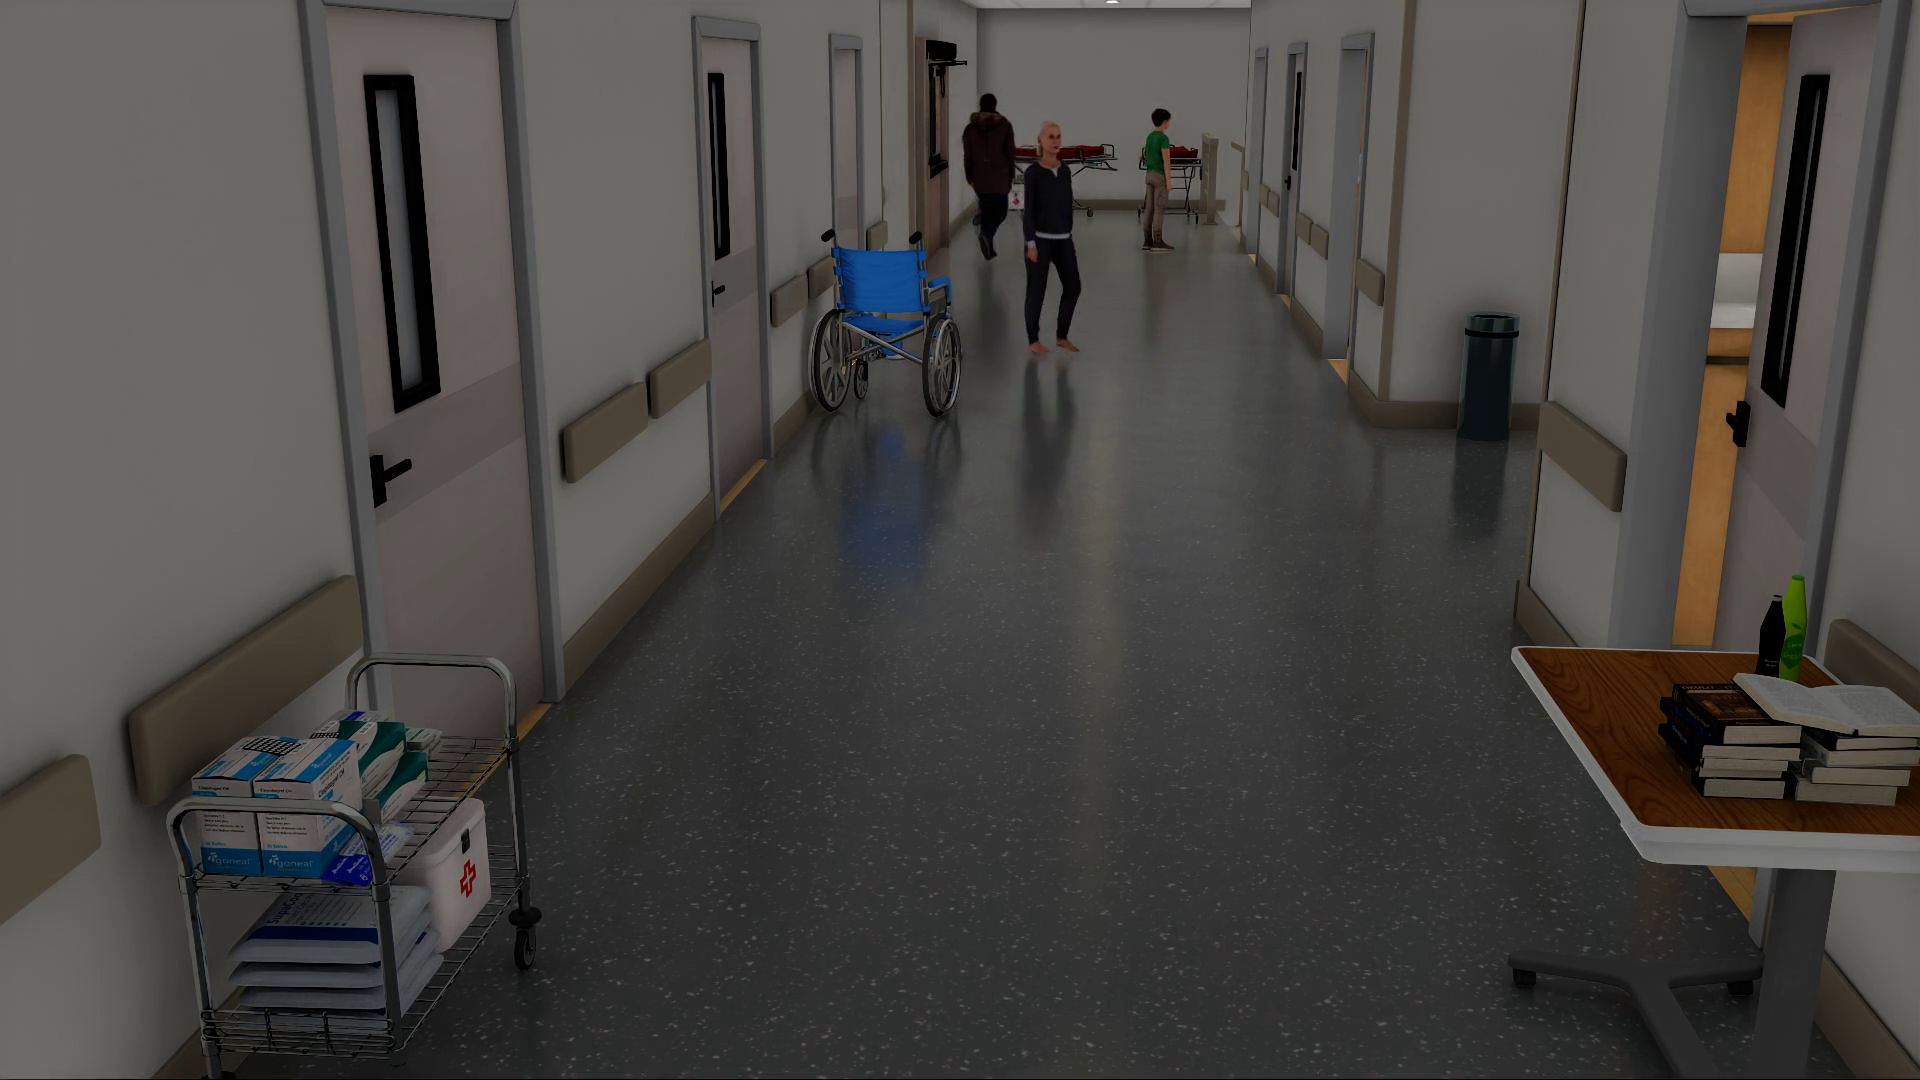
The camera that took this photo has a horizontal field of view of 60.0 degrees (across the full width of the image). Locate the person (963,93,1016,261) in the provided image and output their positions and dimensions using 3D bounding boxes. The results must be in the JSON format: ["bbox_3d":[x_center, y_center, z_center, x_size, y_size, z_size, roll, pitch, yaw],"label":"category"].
[{"bbox_3d":[0.324,-4.001,18.454,0.901,1.825,1.066,5,17,19],"label":"person"}]

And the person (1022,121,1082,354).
[{"bbox_3d":[0.623,-2.271,12.523,0.789,1.712,0.840,-9,18,-30],"label":"person"}]

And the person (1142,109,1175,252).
[{"bbox_3d":[2.348,-4.255,19.813,0.729,1.576,0.618,-7,17,-24],"label":"person"}]
